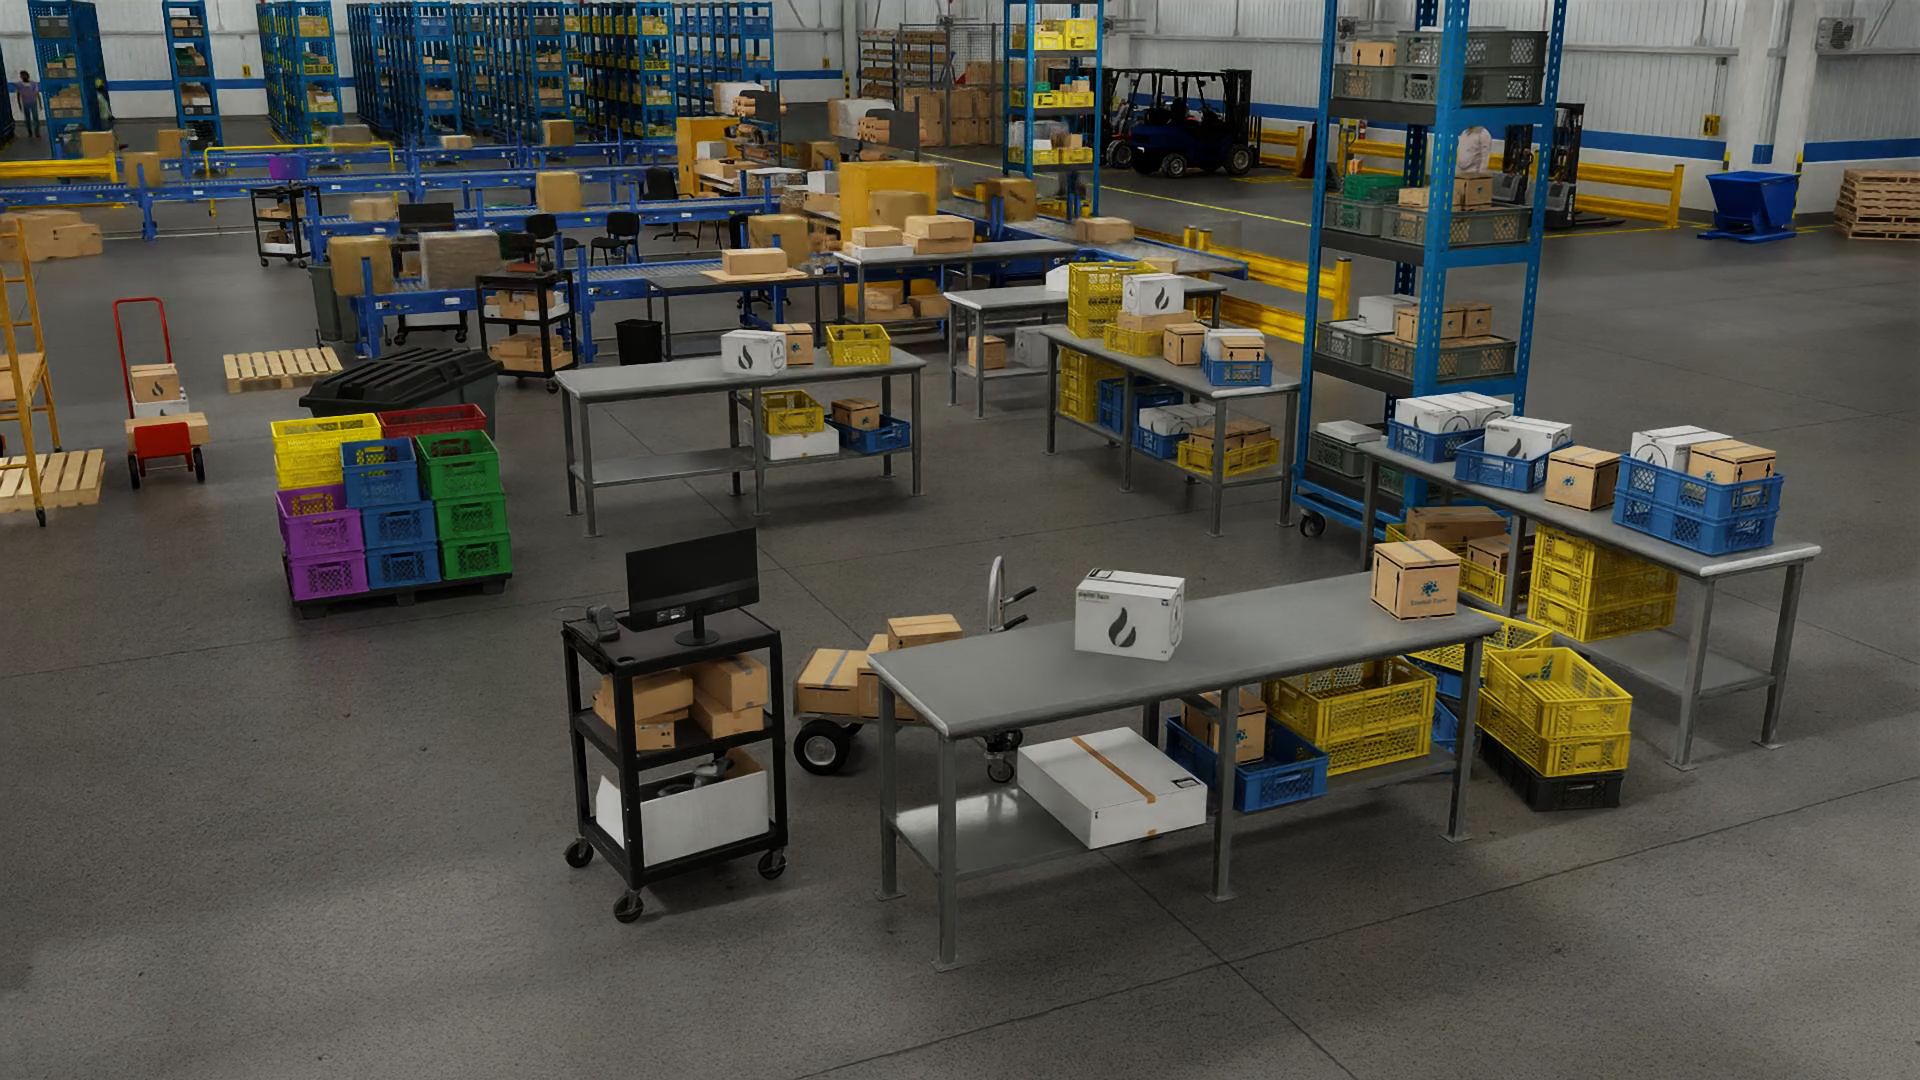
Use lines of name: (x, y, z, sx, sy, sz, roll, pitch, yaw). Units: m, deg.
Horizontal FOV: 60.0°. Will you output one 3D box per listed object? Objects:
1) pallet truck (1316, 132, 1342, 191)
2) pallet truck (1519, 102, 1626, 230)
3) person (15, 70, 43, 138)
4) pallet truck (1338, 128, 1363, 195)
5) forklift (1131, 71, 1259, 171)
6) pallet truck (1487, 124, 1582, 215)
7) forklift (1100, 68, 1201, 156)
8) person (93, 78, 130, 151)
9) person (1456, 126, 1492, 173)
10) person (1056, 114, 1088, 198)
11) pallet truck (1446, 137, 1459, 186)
pallet truck: (7.723, -7.504, 32.656, 1.601, 1.201, 0.680, -8, 19, -23)
pallet truck: (9.972, -6.037, 26.785, 1.885, 1.965, 0.823, -9, 20, -25)
person: (-25.769, -12.071, 46.089, 0.574, 1.822, 0.576, -11, 21, -32)
pallet truck: (7.845, -7.140, 31.411, 1.522, 1.261, 0.704, -9, 20, -25)
forklift: (4.998, -8.936, 35.413, 2.680, 1.987, 1.157, -9, 20, -25)
pallet truck: (9.707, -6.455, 28.103, 1.885, 1.965, 0.823, -7, 19, -20)
forklift: (4.082, -9.564, 37.410, 2.680, 1.987, 1.157, -8, 19, -23)
person: (-21.235, -10.543, 41.320, 0.929, 1.781, 0.590, -11, 21, -31)
person: (7.999, -5.783, 26.136, 0.403, 1.904, 0.651, -7, 19, -22)
person: (1.853, -5.886, 26.297, 0.982, 1.996, 0.625, 8, 19, 25)
pallet truck: (9.184, -6.485, 29.328, 1.630, 1.274, 0.653, -8, 19, -23)
